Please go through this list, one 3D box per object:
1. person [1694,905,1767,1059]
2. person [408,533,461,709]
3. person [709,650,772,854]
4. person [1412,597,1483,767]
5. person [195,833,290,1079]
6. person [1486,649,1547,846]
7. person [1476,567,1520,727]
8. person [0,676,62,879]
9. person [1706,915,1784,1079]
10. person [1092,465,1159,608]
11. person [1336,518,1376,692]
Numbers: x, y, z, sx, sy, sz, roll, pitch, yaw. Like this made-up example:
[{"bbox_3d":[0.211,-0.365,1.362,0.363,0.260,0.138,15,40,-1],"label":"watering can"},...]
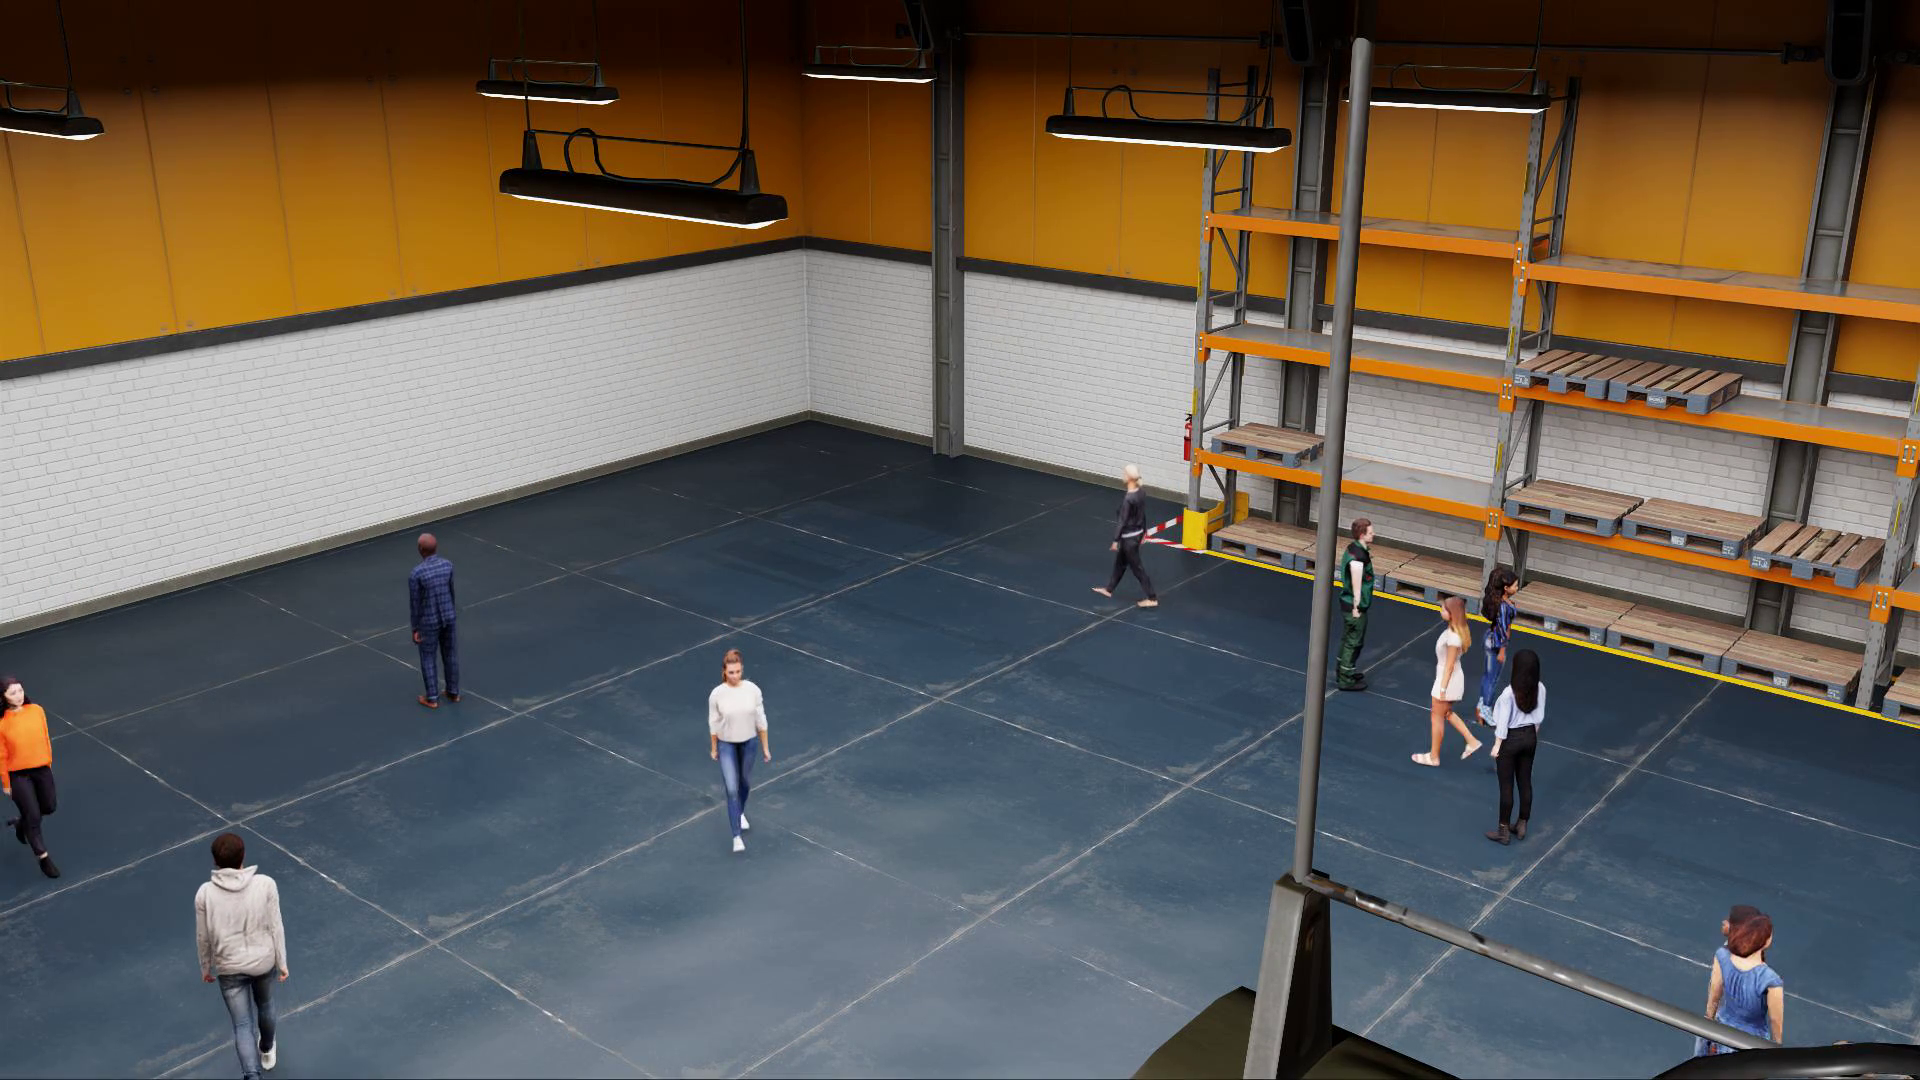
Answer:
[{"bbox_3d":[4.737,3.018,10.255,0.767,1.721,0.735,2,19,7],"label":"person"},{"bbox_3d":[-5.234,0.794,16.709,0.650,1.817,0.683,17,25,41],"label":"person"},{"bbox_3d":[-1.900,1.730,14.135,0.973,1.685,1.131,-6,20,-18],"label":"person"},{"bbox_3d":[4.578,1.323,15.340,0.906,1.687,0.715,8,20,24],"label":"person"},{"bbox_3d":[-4.605,2.808,10.728,1.016,1.817,1.333,-10,21,-27],"label":"person"},{"bbox_3d":[4.699,1.734,14.032,0.728,1.743,0.709,-8,20,-23],"label":"person"},{"bbox_3d":[5.257,1.032,16.302,0.705,1.624,0.693,4,19,11],"label":"person"},{"bbox_3d":[-7.647,1.905,13.537,0.986,1.734,0.752,9,21,26],"label":"person"},{"bbox_3d":[4.614,3.093,9.953,1.084,1.770,1.176,-6,20,-19],"label":"person"},{"bbox_3d":[2.060,-0.014,19.322,1.154,1.680,0.798,10,21,26],"label":"person"},{"bbox_3d":[4.063,0.652,17.090,0.749,1.842,0.725,2,19,6],"label":"person"}]
